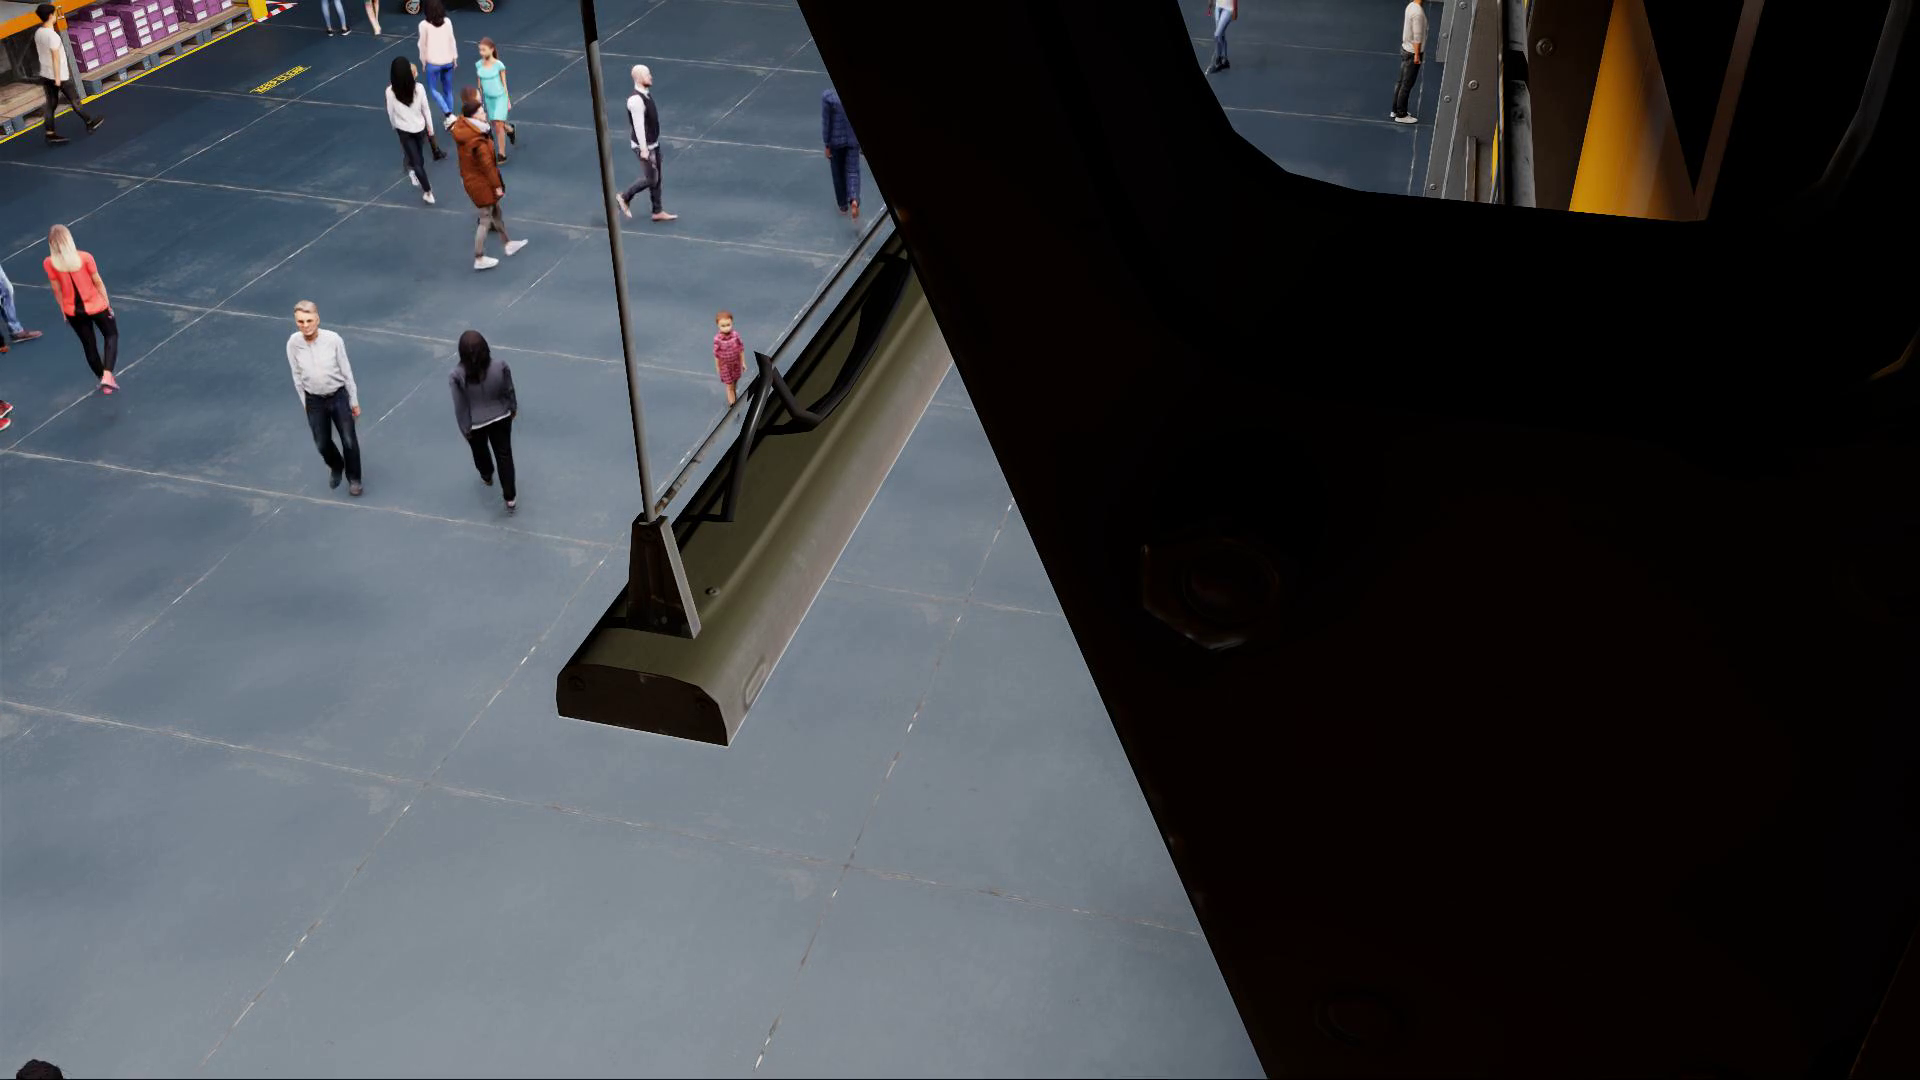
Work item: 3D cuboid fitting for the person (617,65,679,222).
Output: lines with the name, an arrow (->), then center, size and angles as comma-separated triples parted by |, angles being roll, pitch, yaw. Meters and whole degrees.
person -> -3.623, -4.449, 18.808 | 0.900, 1.811, 0.943 | 0, 34, 0

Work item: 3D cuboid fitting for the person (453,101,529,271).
person -> -5.185, -3.754, 17.765 | 1.105, 1.807, 1.018 | -23, 40, -31

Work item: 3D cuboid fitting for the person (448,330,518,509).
person -> -3.919, -0.976, 13.809 | 1.058, 1.561, 1.159 | -14, 36, -20

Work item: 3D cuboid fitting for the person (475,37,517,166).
person -> -5.702, -5.466, 20.582 | 0.580, 1.540, 0.936 | 11, 35, 15

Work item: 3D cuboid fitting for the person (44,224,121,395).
person -> -8.077, -2.080, 15.355 | 0.798, 1.687, 0.899 | -7, 34, -11

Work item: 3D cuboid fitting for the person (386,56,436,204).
person -> -6.362, -4.731, 19.370 | 1.056, 1.657, 1.079 | -20, 39, -28

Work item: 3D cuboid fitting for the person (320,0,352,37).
person -> -9.507, -8.429, 24.904 | 0.705, 1.691, 0.696 | -6, 34, -9

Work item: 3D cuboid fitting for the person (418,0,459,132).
person -> -6.640, -6.071, 21.297 | 0.920, 1.756, 0.964 | -22, 40, -30

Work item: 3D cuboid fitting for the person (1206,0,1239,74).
person -> 3.793, -7.480, 23.462 | 0.840, 1.707, 0.779 | -20, 39, -28

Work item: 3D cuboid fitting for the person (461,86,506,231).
person -> -5.423, -4.221, 18.590 | 0.760, 1.672, 0.717 | -24, 40, -31

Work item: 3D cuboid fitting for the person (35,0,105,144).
person -> -11.527, -5.851, 21.056 | 0.830, 1.656, 1.159 | 22, 39, 29

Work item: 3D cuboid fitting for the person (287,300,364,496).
person -> -5.281, -1.227, 13.966 | 0.776, 1.805, 0.804 | -6, 34, -9

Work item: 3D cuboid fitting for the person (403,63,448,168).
person -> -6.707, -5.191, 20.417 | 0.622, 1.264, 0.936 | 15, 37, 22

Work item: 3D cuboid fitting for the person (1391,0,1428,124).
person -> 5.886, -6.384, 21.719 | 0.763, 1.811, 0.584 | 0, 34, 0

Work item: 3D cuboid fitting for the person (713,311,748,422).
person -> -2.117, -1.661, 15.334 | 0.679, 1.013, 0.793 | -12, 36, -18

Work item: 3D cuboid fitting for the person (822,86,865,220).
person -> -1.316, -4.479, 18.864 | 0.926, 1.799, 1.078 | -7, 34, -11
